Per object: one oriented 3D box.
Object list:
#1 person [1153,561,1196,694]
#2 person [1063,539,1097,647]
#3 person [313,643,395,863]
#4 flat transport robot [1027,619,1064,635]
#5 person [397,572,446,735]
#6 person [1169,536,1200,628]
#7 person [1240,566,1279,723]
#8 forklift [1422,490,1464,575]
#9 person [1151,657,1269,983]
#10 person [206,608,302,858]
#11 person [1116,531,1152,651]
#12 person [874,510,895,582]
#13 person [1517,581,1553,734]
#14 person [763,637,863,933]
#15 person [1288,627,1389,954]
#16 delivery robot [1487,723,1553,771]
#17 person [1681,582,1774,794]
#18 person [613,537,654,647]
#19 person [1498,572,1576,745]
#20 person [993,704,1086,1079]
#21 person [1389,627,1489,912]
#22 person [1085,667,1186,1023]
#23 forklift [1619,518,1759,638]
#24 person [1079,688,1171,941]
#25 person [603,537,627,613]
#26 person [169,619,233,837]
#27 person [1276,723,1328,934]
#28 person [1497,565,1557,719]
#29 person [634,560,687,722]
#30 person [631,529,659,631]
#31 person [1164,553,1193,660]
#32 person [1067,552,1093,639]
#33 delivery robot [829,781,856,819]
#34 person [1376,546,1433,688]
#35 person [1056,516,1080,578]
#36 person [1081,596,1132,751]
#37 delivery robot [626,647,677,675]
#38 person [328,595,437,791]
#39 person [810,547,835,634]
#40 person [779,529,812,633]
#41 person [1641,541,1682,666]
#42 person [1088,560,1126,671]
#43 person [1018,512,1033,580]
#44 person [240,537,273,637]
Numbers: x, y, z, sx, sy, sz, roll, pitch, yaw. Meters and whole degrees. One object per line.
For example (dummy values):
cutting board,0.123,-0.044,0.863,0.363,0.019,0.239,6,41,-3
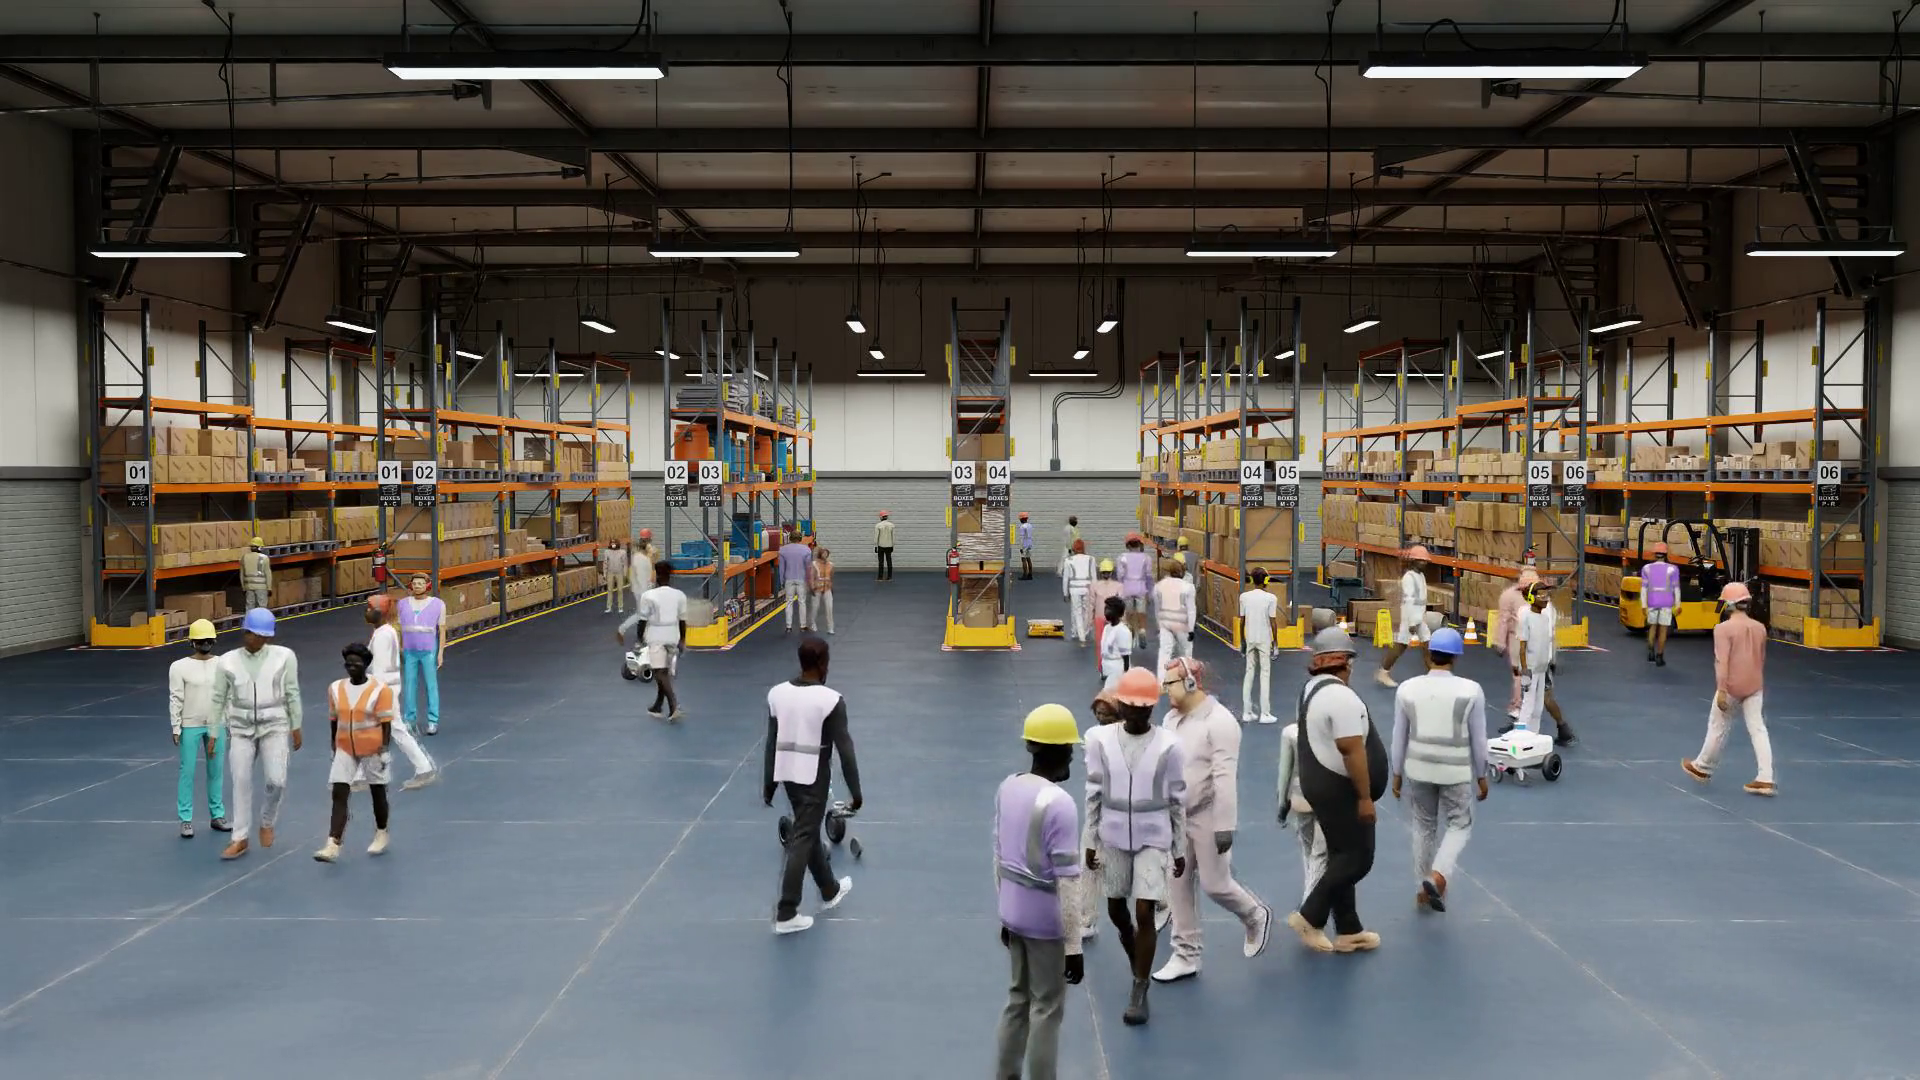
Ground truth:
person,2.932,1.181,21.923,0.640,1.784,0.977,1,3,31
person,2.064,0.903,27.916,0.566,1.847,0.939,0,2,-10
person,-4.598,1.618,12.287,0.550,1.651,0.845,0,2,4
flat transport robot,1.586,1.619,30.095,0.652,0.197,1.431,0,2,1
person,-6.144,1.284,18.416,0.567,1.850,0.389,0,2,1
person,4.229,0.823,30.385,0.593,1.814,0.601,0,2,-1
person,3.576,1.245,19.291,0.510,1.863,0.323,2,3,38
forklift,13.926,-0.371,47.846,1.873,2.768,1.129,0,2,0
person,1.460,1.625,9.532,0.757,1.878,0.657,-2,3,-34
person,-5.458,1.480,12.501,0.675,1.930,0.428,-1,2,-14
person,2.914,0.859,26.988,0.604,2.023,0.606,0,2,-4
person,-2.116,0.161,45.020,0.615,1.987,0.407,-1,3,-31
person,5.872,1.356,16.446,0.513,1.867,0.328,-2,3,-43
person,-0.912,1.578,10.651,0.627,1.872,0.948,2,3,36
person,2.332,1.547,9.971,0.620,2.000,0.767,0,2,-6
delivery robot,5.401,2.010,15.587,0.707,0.478,0.477,-2,3,-39
person,7.264,1.368,15.156,0.651,1.938,1.040,-1,2,-18
person,-5.460,0.895,27.406,0.732,1.917,0.633,0,2,1
person,6.396,1.298,17.833,0.550,1.882,1.015,-2,3,-36
person,0.376,1.694,7.230,0.387,1.928,0.595,-1,3,-27
person,3.178,1.551,10.782,0.663,1.928,0.597,1,3,33
person,0.995,1.630,8.966,0.561,1.918,0.733,1,2,18
forklift,13.417,0.684,29.791,2.313,2.155,1.214,0,2,0
person,1.031,1.725,10.261,0.760,1.610,0.517,-2,3,-42
person,-7.391,0.748,34.594,0.506,1.632,0.268,0,2,-3
person,-6.222,1.530,13.290,0.316,1.769,0.525,2,3,43
person,2.318,1.727,10.474,0.496,1.594,0.842,1,3,32
person,6.780,1.244,19.147,0.657,1.867,0.901,-1,2,-17
person,-3.558,1.205,19.458,0.613,1.937,0.922,-2,3,-42
person,-5.970,0.755,30.650,0.546,1.939,0.375,0,2,5
person,3.413,1.070,25.135,0.492,1.742,0.321,-1,2,-14
person,2.208,0.968,29.489,0.508,1.601,0.817,1,2,17
delivery robot,-1.059,1.999,12.625,0.335,0.223,0.698,-1,3,-31
person,6.222,1.067,22.225,1.055,1.994,0.630,2,3,37
person,3.162,0.210,46.179,0.952,1.806,0.641,1,3,30
person,1.717,1.421,17.319,0.845,1.662,0.538,-1,2,-15
delivery robot,-4.439,1.705,23.253,0.707,0.478,0.477,-2,3,-44
person,-5.381,1.424,15.116,0.963,1.839,0.587,-1,2,-19
person,-2.592,0.933,30.191,0.517,1.611,0.737,-1,3,-25
person,-3.078,0.770,30.272,0.636,1.939,0.365,0,2,1
person,10.918,0.984,25.125,0.554,1.919,0.505,2,3,39
person,2.138,1.149,23.428,0.538,1.712,0.899,0,2,5
person,1.822,0.168,45.618,0.386,1.929,0.547,1,3,32
person,-12.812,0.858,29.434,0.619,1.828,0.403,0,2,7
